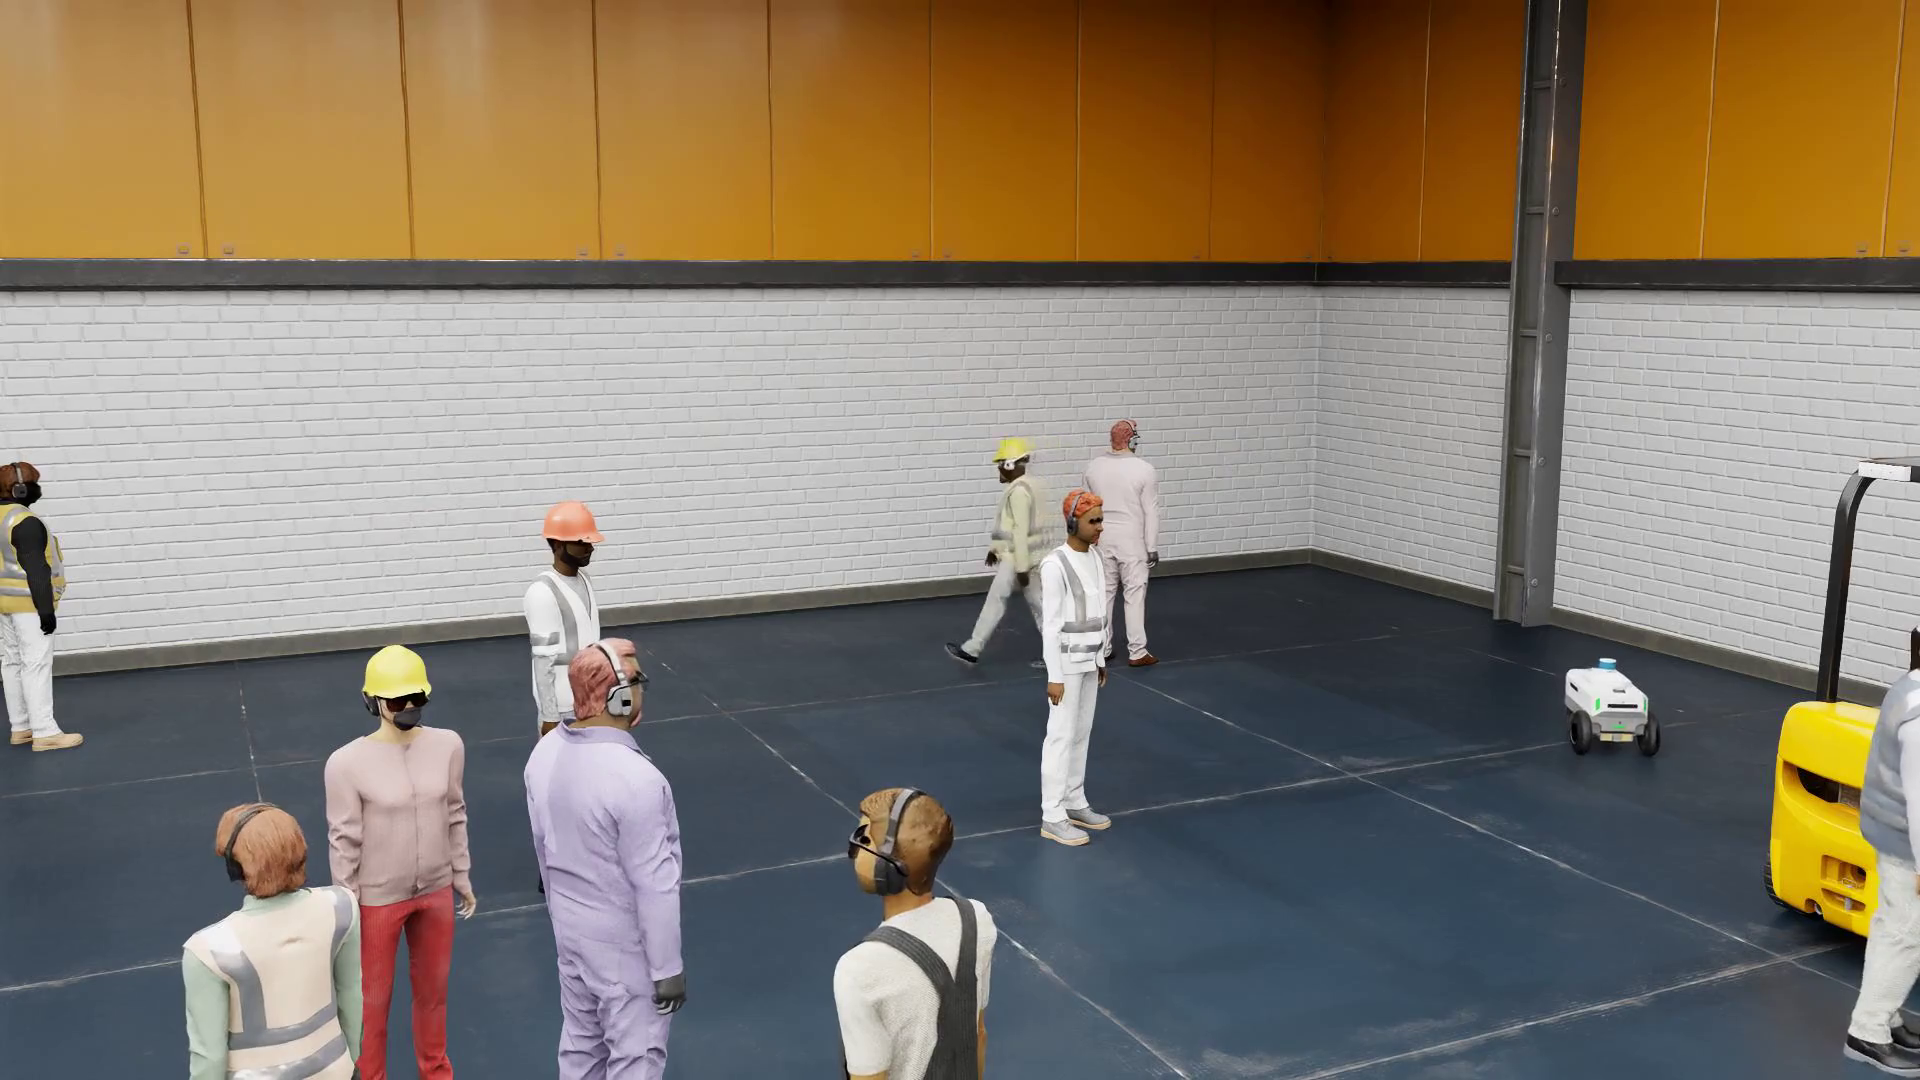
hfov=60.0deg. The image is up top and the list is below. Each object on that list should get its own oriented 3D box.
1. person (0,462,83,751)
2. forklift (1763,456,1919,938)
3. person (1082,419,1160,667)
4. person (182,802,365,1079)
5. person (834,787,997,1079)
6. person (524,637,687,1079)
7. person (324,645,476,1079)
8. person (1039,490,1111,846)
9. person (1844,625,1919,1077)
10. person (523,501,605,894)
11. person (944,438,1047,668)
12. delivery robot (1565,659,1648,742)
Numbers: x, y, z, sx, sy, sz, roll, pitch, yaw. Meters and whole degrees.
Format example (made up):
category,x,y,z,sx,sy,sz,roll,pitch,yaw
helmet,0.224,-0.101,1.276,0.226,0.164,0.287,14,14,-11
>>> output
category,x,y,z,sx,sy,sz,roll,pitch,yaw
person,-5.926,0.419,10.590,0.626,1.844,0.429,7,12,37
forklift,4.857,0.731,7.561,2.313,2.155,1.214,-4,10,-25
person,1.262,0.022,12.843,0.641,1.910,0.401,6,11,35
person,-1.822,1.503,4.485,0.307,1.641,0.513,6,11,34
person,-0.127,1.481,3.983,0.345,1.847,0.506,7,11,36
person,-1.069,1.248,5.234,0.643,1.912,0.410,9,13,43
person,-1.927,1.230,5.789,0.310,1.769,0.522,8,12,40
person,0.620,0.668,8.905,0.339,1.883,0.584,5,11,29
person,3.658,1.128,6.319,0.437,1.807,0.607,5,10,27
person,-1.889,0.766,8.136,0.374,1.935,0.552,2,9,10
person,0.389,0.114,12.709,0.953,1.770,0.584,2,9,13
delivery robot,4.135,1.003,10.651,0.477,0.478,0.707,1,9,5
